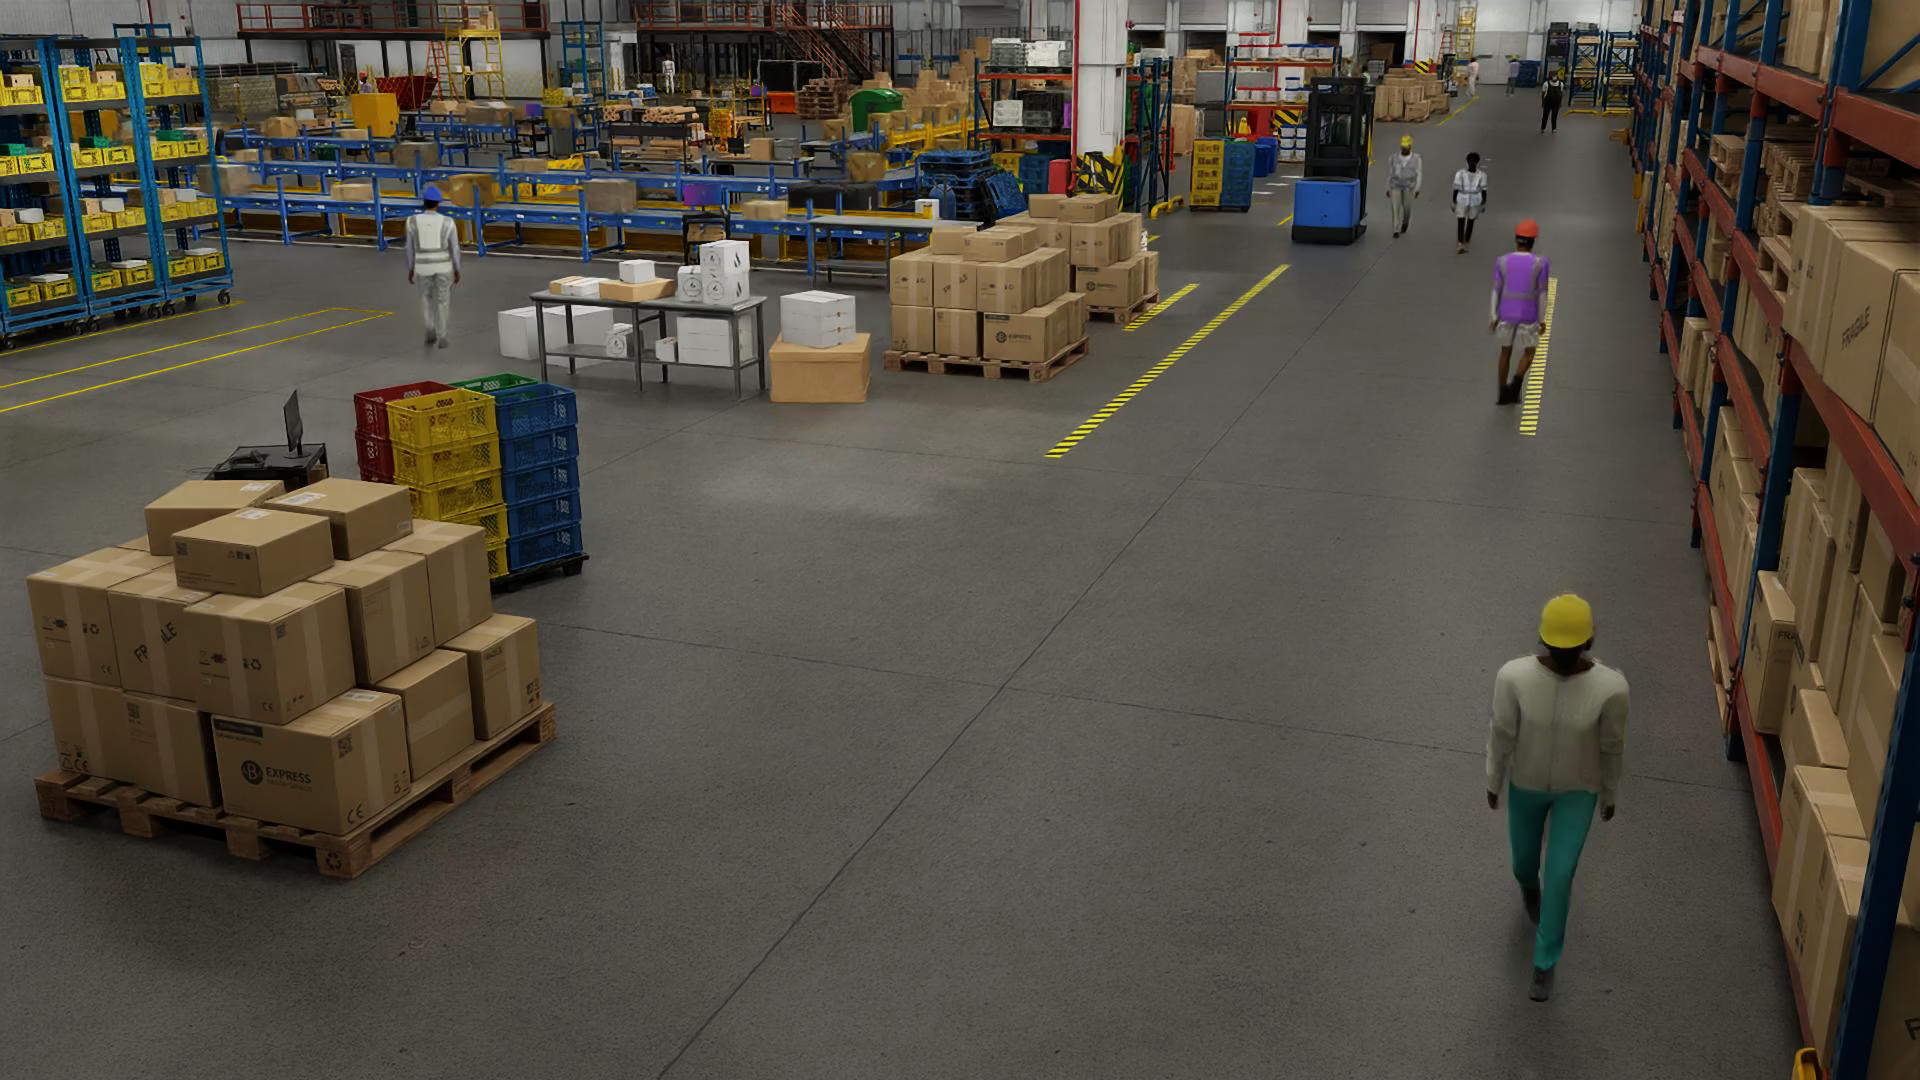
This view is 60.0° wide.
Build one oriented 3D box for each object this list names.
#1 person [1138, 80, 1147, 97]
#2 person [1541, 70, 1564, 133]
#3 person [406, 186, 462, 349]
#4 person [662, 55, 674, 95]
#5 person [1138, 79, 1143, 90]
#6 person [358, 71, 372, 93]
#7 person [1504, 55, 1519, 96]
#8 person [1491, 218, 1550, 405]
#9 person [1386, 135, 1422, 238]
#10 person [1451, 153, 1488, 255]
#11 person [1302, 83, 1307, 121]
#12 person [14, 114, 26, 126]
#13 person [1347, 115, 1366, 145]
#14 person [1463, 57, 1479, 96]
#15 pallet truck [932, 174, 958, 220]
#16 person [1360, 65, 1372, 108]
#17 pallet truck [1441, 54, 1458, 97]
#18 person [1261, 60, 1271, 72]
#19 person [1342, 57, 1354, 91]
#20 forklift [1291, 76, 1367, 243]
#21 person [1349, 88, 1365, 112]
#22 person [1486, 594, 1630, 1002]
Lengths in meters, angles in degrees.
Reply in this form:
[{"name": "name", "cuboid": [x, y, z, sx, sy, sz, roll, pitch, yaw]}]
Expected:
[{"name": "person", "cuboid": [6.221, -14.974, 57.159, 0.447, 1.676, 0.580, 9, 20, 26]}, {"name": "person", "cuboid": [19.724, -14.592, 55.367, 0.689, 2.000, 0.538, 2, 18, 6]}, {"name": "person", "cuboid": [-6.323, -3.294, 20.061, 0.625, 1.918, 0.704, -3, 18, -9]}, {"name": "person", "cuboid": [-14.162, -22.608, 80.810, 0.572, 1.883, 0.355, -4, 18, -13]}, {"name": "person", "cuboid": [9.223, -24.033, 85.184, 0.391, 1.948, 0.605, 3, 18, 9]}, {"name": "person", "cuboid": [-19.383, -14.255, 54.312, 0.385, 2.040, 0.605, -13, 22, -34]}, {"name": "person", "cuboid": [26.341, -22.150, 79.368, 0.668, 1.888, 0.618, -5, 18, -17]}, {"name": "person", "cuboid": [5.682, -2.294, 16.917, 0.577, 1.926, 0.502, 10, 20, 30]}, {"name": "person", "cuboid": [7.952, -6.351, 29.842, 0.598, 1.815, 0.630, 5, 18, 15]}, {"name": "person", "cuboid": [8.467, -5.570, 27.631, 0.557, 1.649, 0.847, 3, 18, 9]}, {"name": "person", "cuboid": [11.306, -14.275, 54.866, 0.548, 1.745, 0.639, -9, 20, -27]}, {"name": "person", "cuboid": [-28.516, -12.911, 50.364, 0.636, 1.871, 0.956, -3, 18, -8]}, {"name": "person", "cuboid": [10.172, -10.344, 42.763, 0.518, 1.584, 0.872, 9, 20, 25]}, {"name": "person", "cuboid": [24.304, -22.084, 79.285, 0.659, 1.802, 0.901, -11, 21, -31]}, {"name": "pallet truck", "cuboid": [-0.507, -5.292, 27.348, 0.653, 1.274, 1.630, 6, 19, 19]}, {"name": "person", "cuboid": [16.003, -17.760, 65.605, 0.991, 1.874, 0.599, 13, 22, 35]}, {"name": "pallet truck", "cuboid": [22.765, -21.886, 78.355, 0.823, 1.965, 1.885, -4, 18, -14]}, {"name": "person", "cuboid": [13.641, -20.611, 74.677, 0.533, 1.791, 0.950, -14, 22, -37]}, {"name": "person", "cuboid": [19.759, -23.682, 84.524, 0.925, 1.679, 0.488, -14, 22, -36]}, {"name": "forklift", "cuboid": [6.598, -6.755, 29.381, 1.129, 2.768, 1.873, 6, 19, 19]}, {"name": "person", "cuboid": [12.469, -13.402, 51.755, 0.656, 1.954, 0.925, -16, 23, -40]}, {"name": "person", "cuboid": [2.484, 0.975, 6.963, 0.532, 1.728, 0.772, 7, 19, 22]}]
